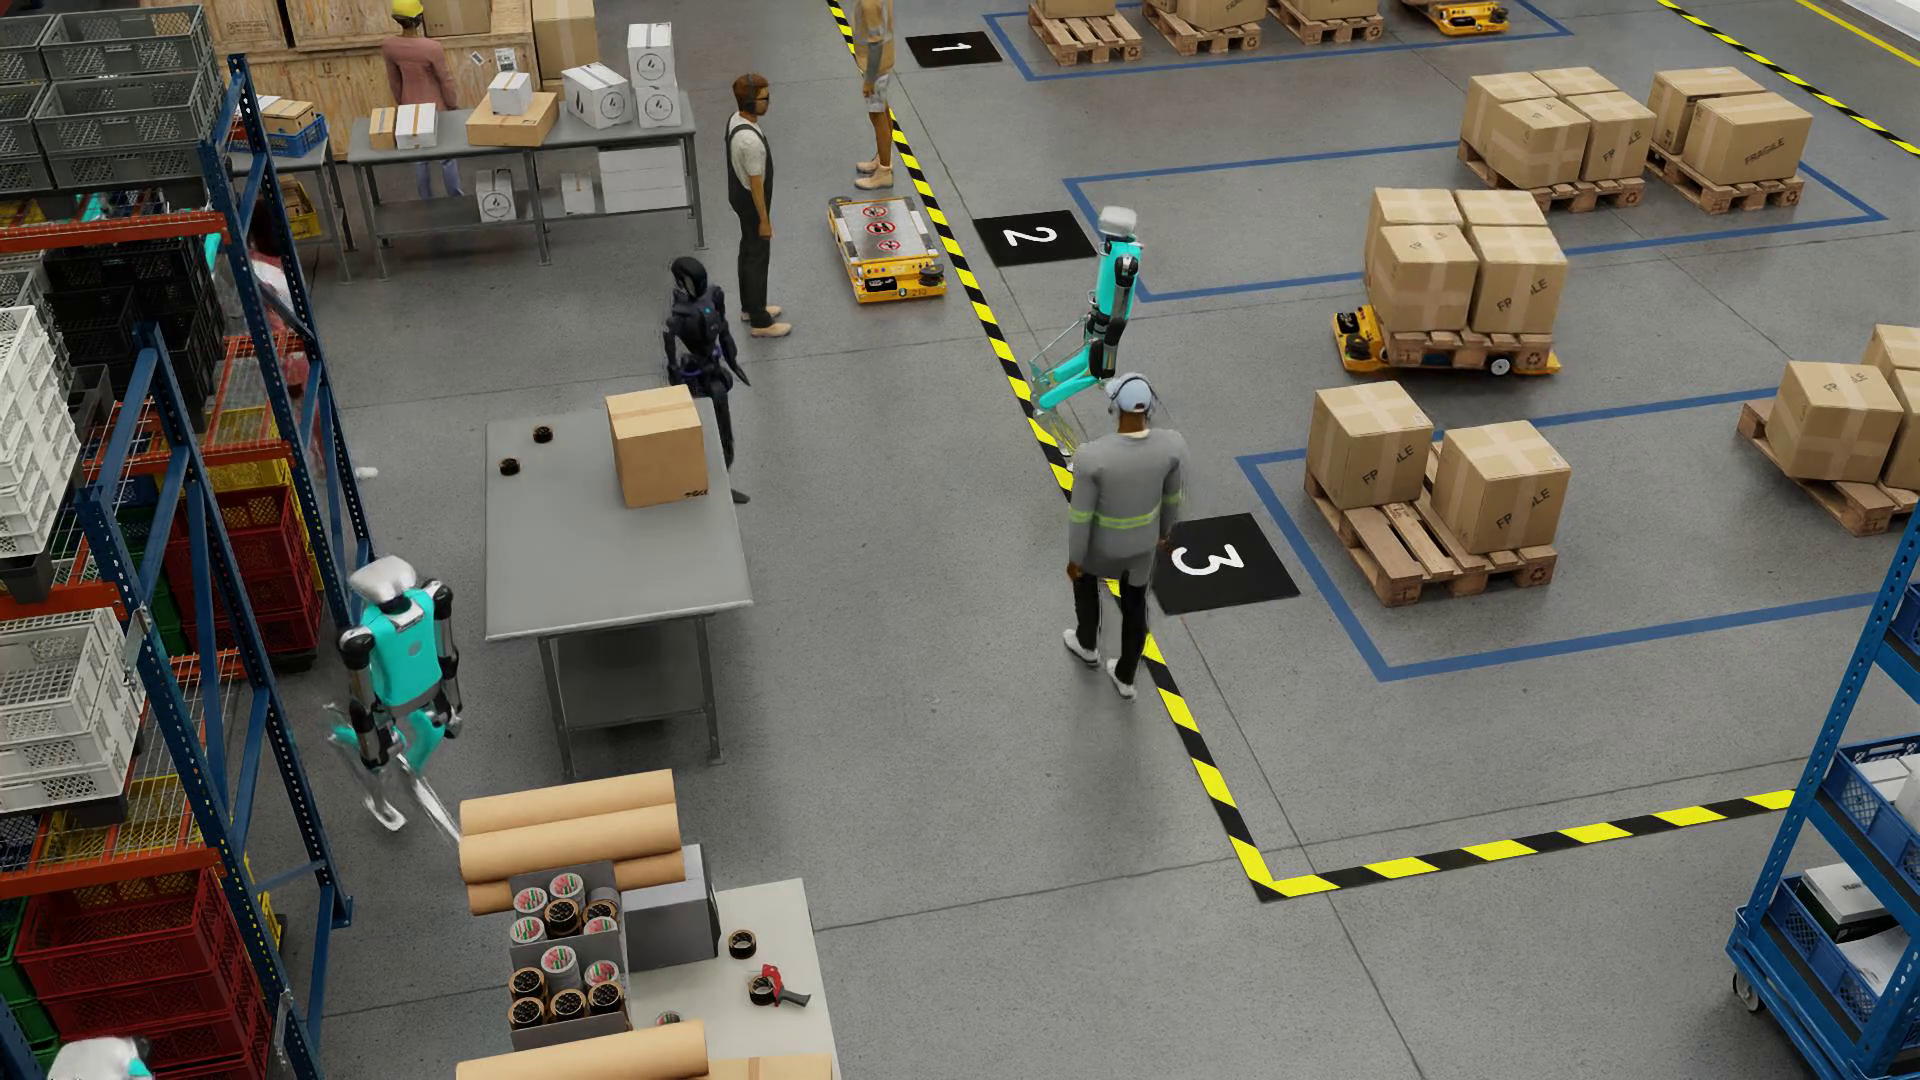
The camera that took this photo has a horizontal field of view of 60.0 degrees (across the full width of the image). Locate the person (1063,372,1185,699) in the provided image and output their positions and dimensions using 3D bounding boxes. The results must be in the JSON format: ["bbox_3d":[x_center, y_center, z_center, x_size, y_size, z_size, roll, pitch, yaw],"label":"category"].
[{"bbox_3d":[0.777,-0.070,8.336,0.619,1.829,0.699,-10,38,-13],"label":"person"}]

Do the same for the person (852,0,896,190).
[{"bbox_3d":[-0.706,-3.769,13.140,0.390,2.037,0.604,2,37,3],"label":"person"}]

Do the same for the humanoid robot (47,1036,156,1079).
[{"bbox_3d":[-2.769,2.265,5.296,0.770,1.796,0.530,-7,37,-10],"label":"humanoid robot"}]

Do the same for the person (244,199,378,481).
[{"bbox_3d":[-3.905,-1.094,9.662,0.566,1.901,0.588,-8,37,-10],"label":"person"}]

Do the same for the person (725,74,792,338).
[{"bbox_3d":[-1.389,-2.253,11.262,0.325,1.842,0.514,-12,38,-15],"label":"person"}]

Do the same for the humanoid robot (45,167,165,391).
[{"bbox_3d":[-5.366,-1.745,10.672,0.961,1.765,0.552,9,38,12],"label":"humanoid robot"}]

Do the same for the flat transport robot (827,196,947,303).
[{"bbox_3d":[-0.570,-2.220,12.538,0.659,0.231,1.431,-8,37,-10],"label":"flat transport robot"}]

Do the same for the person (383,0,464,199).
[{"bbox_3d":[-4.085,-3.320,12.757,0.524,1.772,0.307,8,37,10],"label":"person"}]

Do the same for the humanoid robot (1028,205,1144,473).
[{"bbox_3d":[0.669,-1.155,9.767,0.735,1.673,0.533,-1,37,-2],"label":"humanoid robot"}]

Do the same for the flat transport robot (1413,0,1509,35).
[{"bbox_3d":[4.958,-5.499,16.921,0.652,0.197,1.431,-8,37,-10],"label":"flat transport robot"}]

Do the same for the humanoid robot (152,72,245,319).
[{"bbox_3d":[-5.201,-2.231,11.206,0.533,1.681,0.735,3,37,3],"label":"humanoid robot"}]

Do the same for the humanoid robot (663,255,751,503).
[{"bbox_3d":[-1.517,-0.932,9.631,0.486,1.646,0.614,18,40,23],"label":"humanoid robot"}]

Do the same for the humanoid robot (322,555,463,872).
[{"bbox_3d":[-2.539,0.747,7.349,1.037,1.753,0.548,24,43,29],"label":"humanoid robot"}]

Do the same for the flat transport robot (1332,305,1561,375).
[{"bbox_3d":[3.328,-1.399,11.410,1.431,0.197,0.652,2,37,2],"label":"flat transport robot"}]
